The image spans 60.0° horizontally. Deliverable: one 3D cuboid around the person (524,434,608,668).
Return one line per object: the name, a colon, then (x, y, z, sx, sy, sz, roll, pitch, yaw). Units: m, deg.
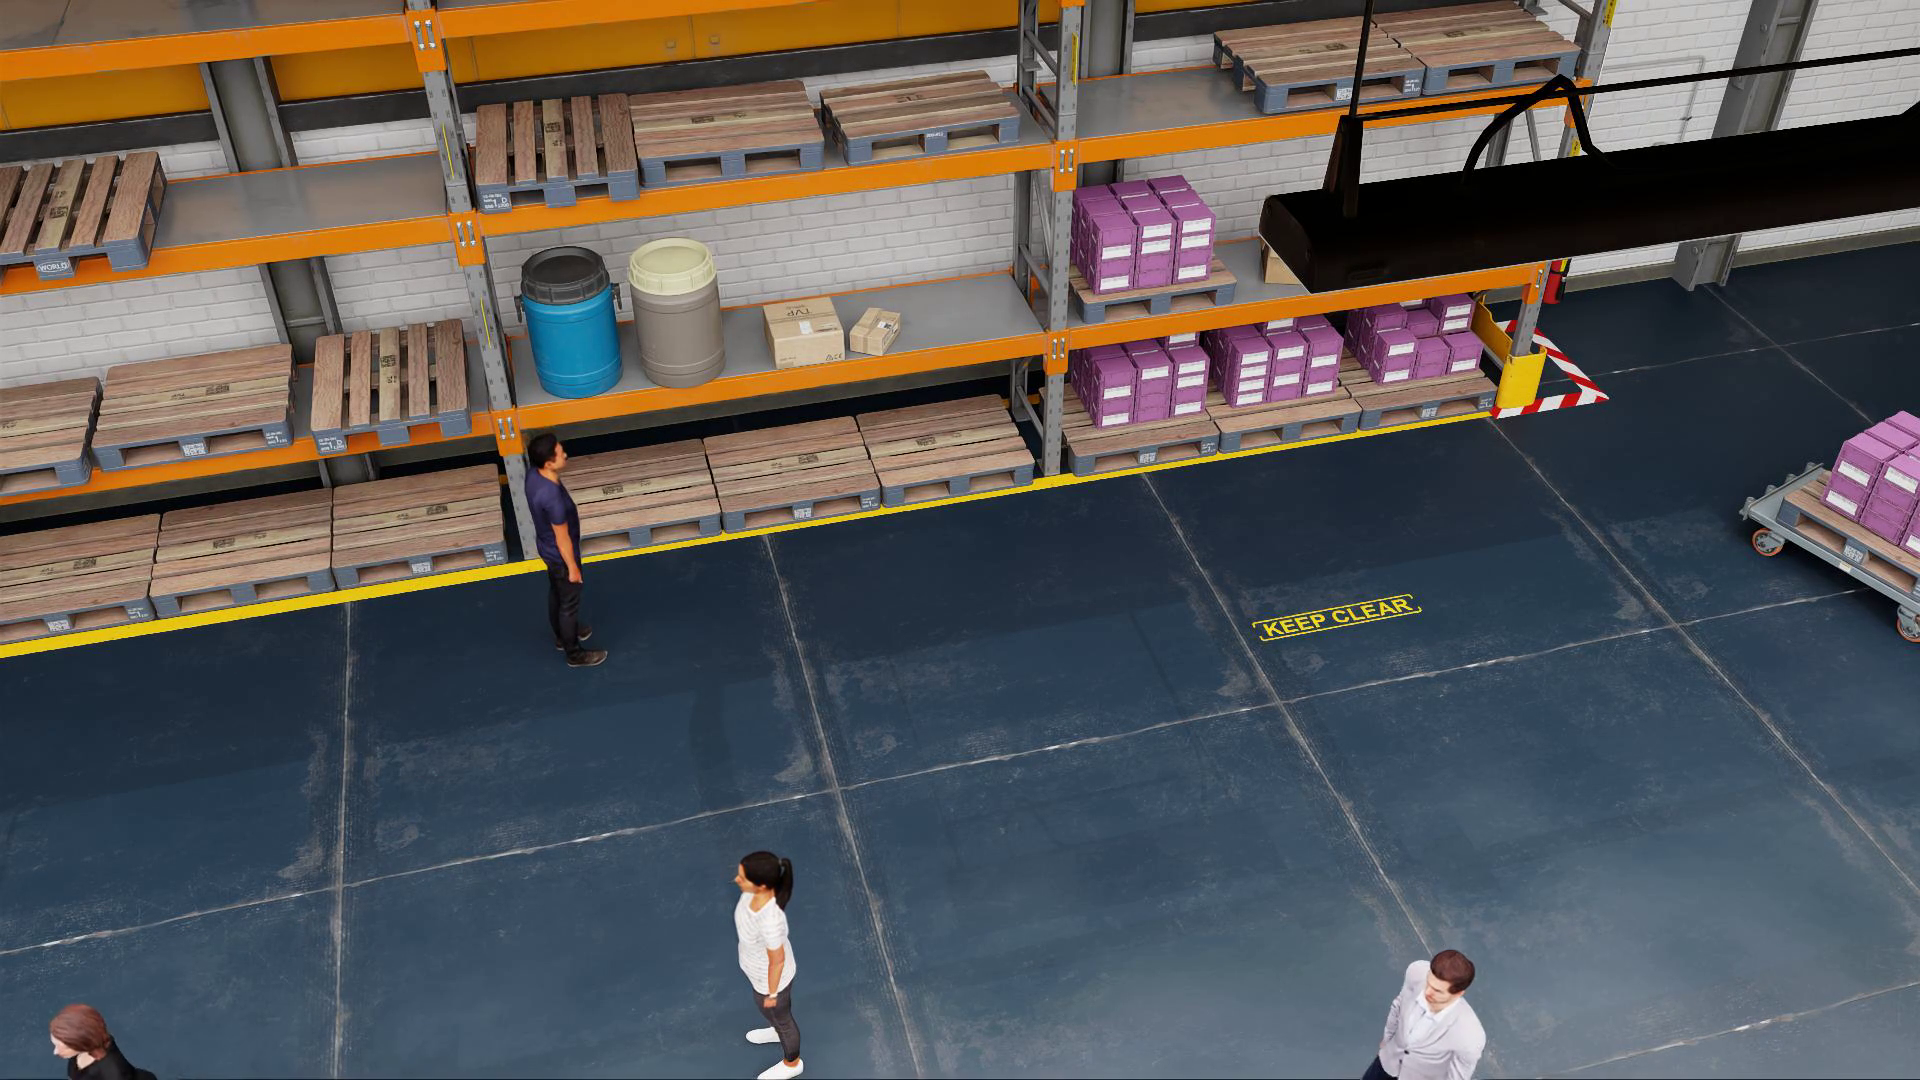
person: (-2.634, 0.060, 10.896, 0.605, 1.791, 0.696, -19, 42, -22)

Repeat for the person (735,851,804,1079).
person: (-0.960, 2.137, 8.411, 0.524, 1.647, 0.561, -10, 40, -13)

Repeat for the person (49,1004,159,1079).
person: (-3.773, 2.637, 7.787, 1.198, 1.644, 0.893, -25, 45, -28)

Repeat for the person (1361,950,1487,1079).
person: (2.226, 2.484, 7.821, 0.738, 1.840, 0.760, -15, 41, -18)
